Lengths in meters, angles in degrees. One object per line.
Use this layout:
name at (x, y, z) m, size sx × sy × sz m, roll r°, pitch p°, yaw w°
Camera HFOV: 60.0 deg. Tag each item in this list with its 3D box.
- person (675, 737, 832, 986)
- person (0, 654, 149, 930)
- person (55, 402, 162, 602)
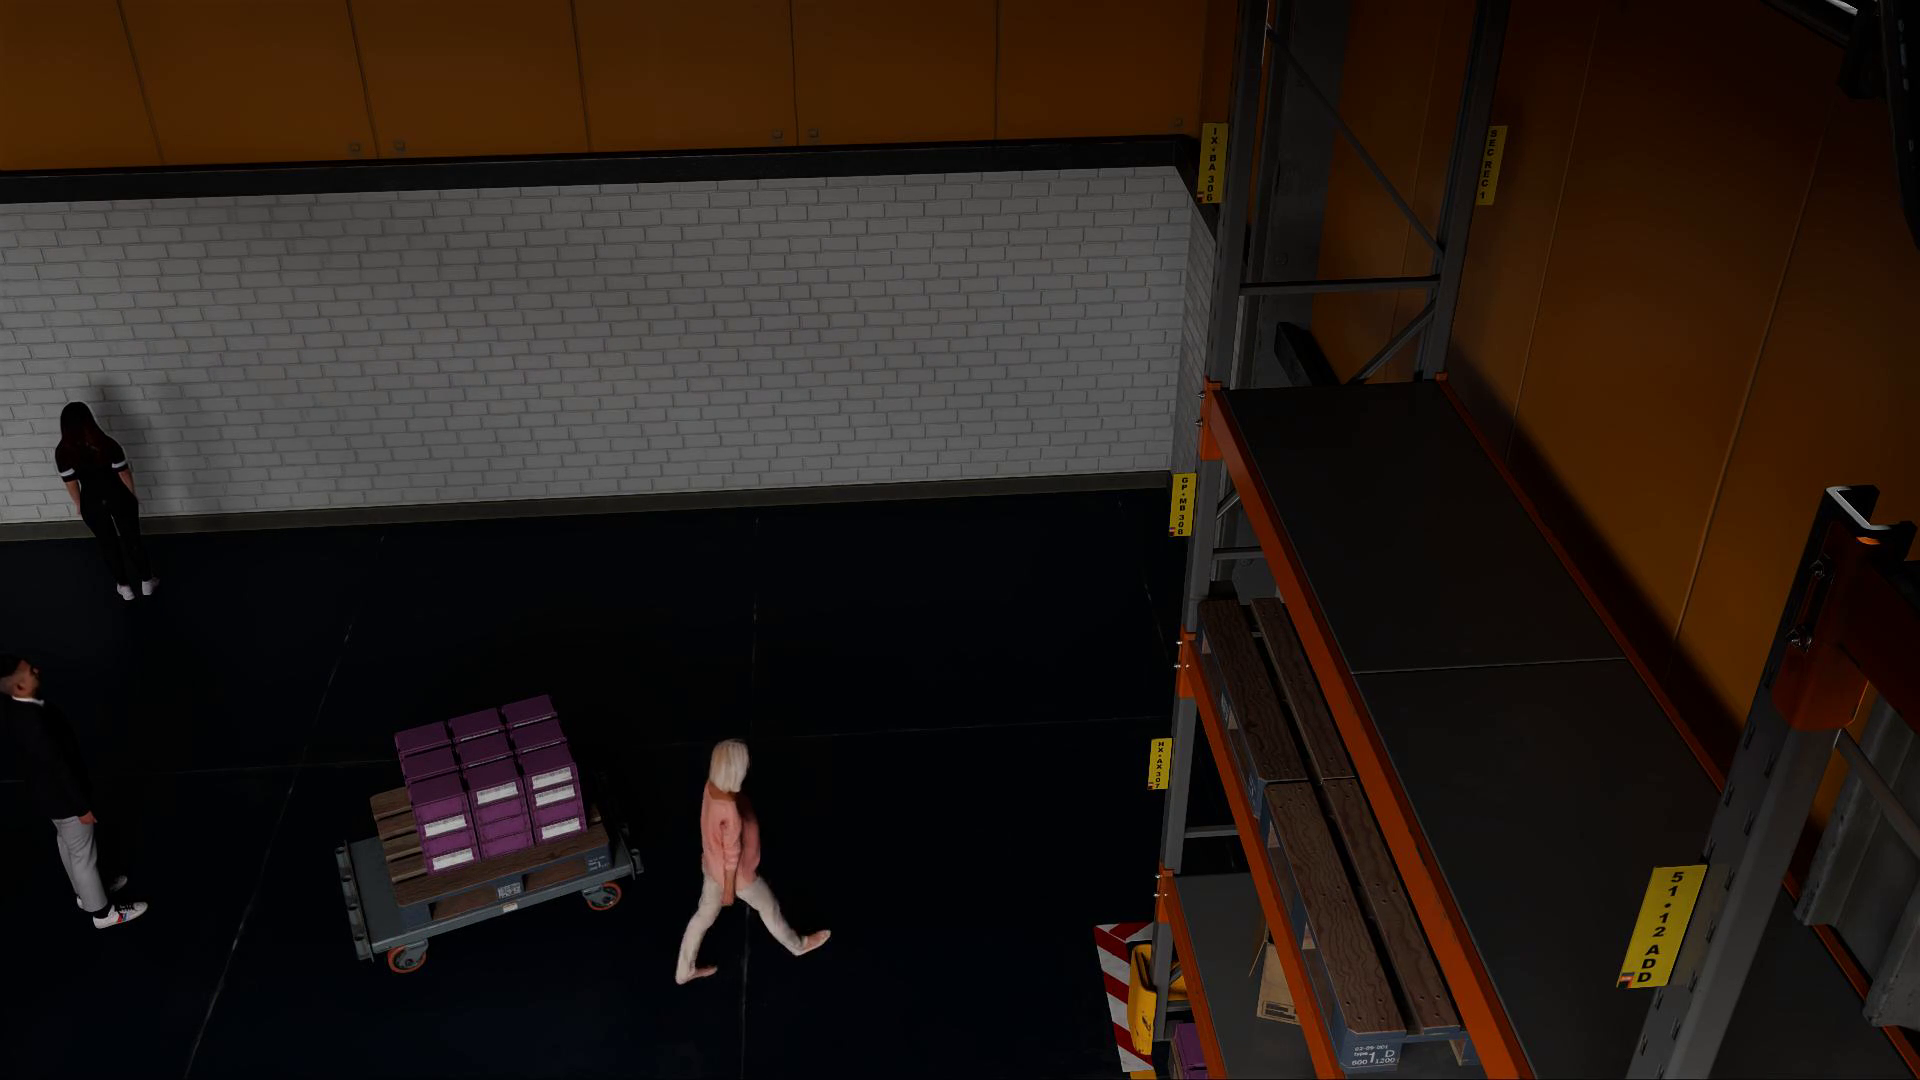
person at (-1.341, 1.822, 9.108) m, size 0.947 × 1.668 × 1.152 m, roll -16°, pitch 37°, yaw -22°
person at (-5.151, 1.401, 9.486) m, size 0.856 × 1.951 × 0.760 m, roll -26°, pitch 42°, yaw -34°
person at (-6.319, -0.286, 12.305) m, size 0.670 × 1.638 × 0.673 m, roll -12°, pitch 35°, yaw -17°
